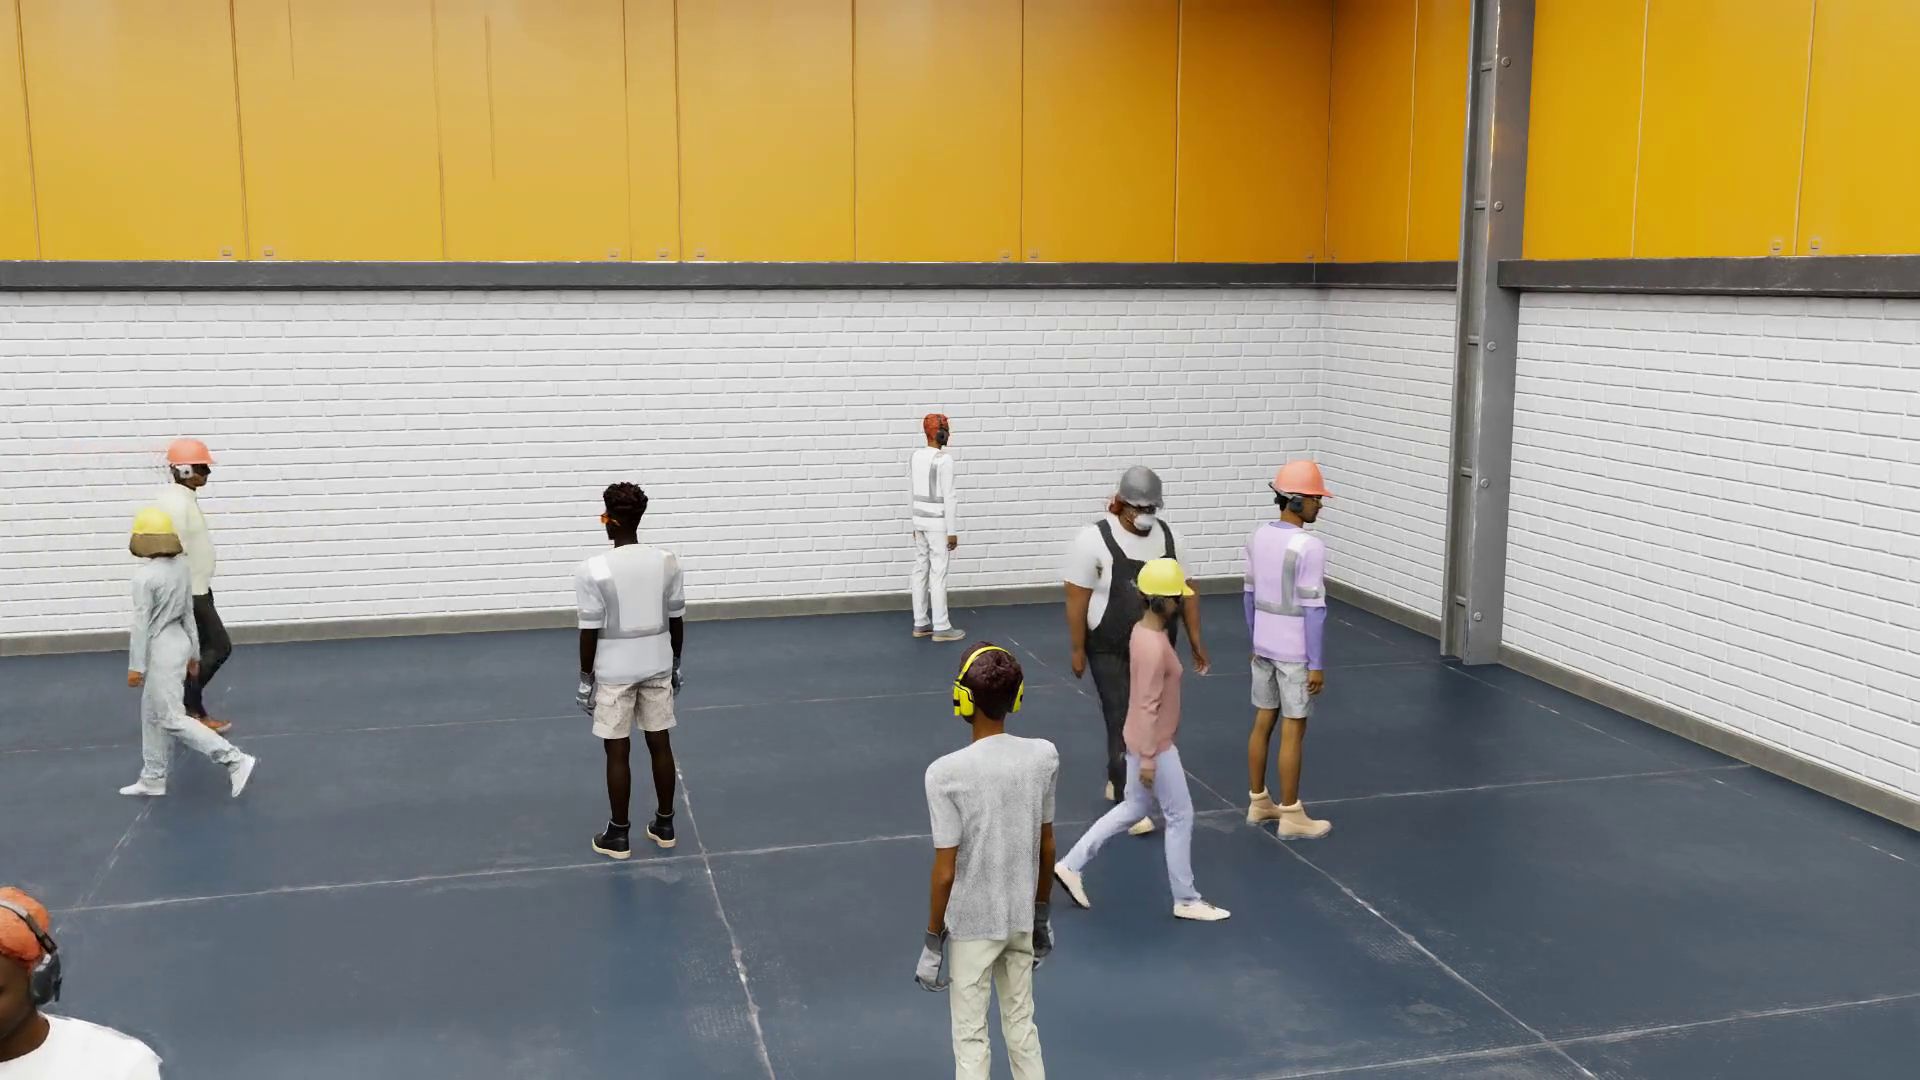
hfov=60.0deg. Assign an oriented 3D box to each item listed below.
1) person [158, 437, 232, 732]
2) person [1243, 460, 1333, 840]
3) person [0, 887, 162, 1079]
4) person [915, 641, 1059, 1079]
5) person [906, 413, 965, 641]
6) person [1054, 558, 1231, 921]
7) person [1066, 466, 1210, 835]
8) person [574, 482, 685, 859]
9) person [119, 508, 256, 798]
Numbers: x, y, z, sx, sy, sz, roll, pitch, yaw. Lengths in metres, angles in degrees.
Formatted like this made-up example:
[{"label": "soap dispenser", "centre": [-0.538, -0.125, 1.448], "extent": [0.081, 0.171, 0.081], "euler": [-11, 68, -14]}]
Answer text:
[{"label": "person", "centre": [-4.980, 0.319, 10.832], "extent": [0.442, 1.973, 0.639], "euler": [-3, 10, -19]}, {"label": "person", "centre": [1.777, 0.584, 8.979], "extent": [0.395, 2.040, 0.609], "euler": [-4, 10, -25]}, {"label": "person", "centre": [-1.840, 1.601, 3.239], "extent": [0.613, 1.836, 0.959], "euler": [-1, 9, -3]}, {"label": "person", "centre": [0.084, 1.249, 5.359], "extent": [0.515, 1.872, 0.328], "euler": [-7, 11, -35]}, {"label": "person", "centre": [-0.214, -0.107, 13.781], "extent": [0.361, 1.882, 0.575], "euler": [-7, 11, -36]}, {"label": "person", "centre": [0.841, 0.929, 7.765], "extent": [0.801, 1.736, 0.530], "euler": [0, 9, 1]}, {"label": "person", "centre": [1.001, 0.559, 9.134], "extent": [0.707, 2.000, 0.876], "euler": [-5, 10, -29]}, {"label": "person", "centre": [-1.714, 0.671, 8.663], "extent": [0.607, 1.966, 0.367], "euler": [-7, 11, -36]}, {"label": "person", "centre": [-4.479, 0.660, 9.531], "extent": [0.787, 1.710, 0.485], "euler": [0, 9, -1]}]
